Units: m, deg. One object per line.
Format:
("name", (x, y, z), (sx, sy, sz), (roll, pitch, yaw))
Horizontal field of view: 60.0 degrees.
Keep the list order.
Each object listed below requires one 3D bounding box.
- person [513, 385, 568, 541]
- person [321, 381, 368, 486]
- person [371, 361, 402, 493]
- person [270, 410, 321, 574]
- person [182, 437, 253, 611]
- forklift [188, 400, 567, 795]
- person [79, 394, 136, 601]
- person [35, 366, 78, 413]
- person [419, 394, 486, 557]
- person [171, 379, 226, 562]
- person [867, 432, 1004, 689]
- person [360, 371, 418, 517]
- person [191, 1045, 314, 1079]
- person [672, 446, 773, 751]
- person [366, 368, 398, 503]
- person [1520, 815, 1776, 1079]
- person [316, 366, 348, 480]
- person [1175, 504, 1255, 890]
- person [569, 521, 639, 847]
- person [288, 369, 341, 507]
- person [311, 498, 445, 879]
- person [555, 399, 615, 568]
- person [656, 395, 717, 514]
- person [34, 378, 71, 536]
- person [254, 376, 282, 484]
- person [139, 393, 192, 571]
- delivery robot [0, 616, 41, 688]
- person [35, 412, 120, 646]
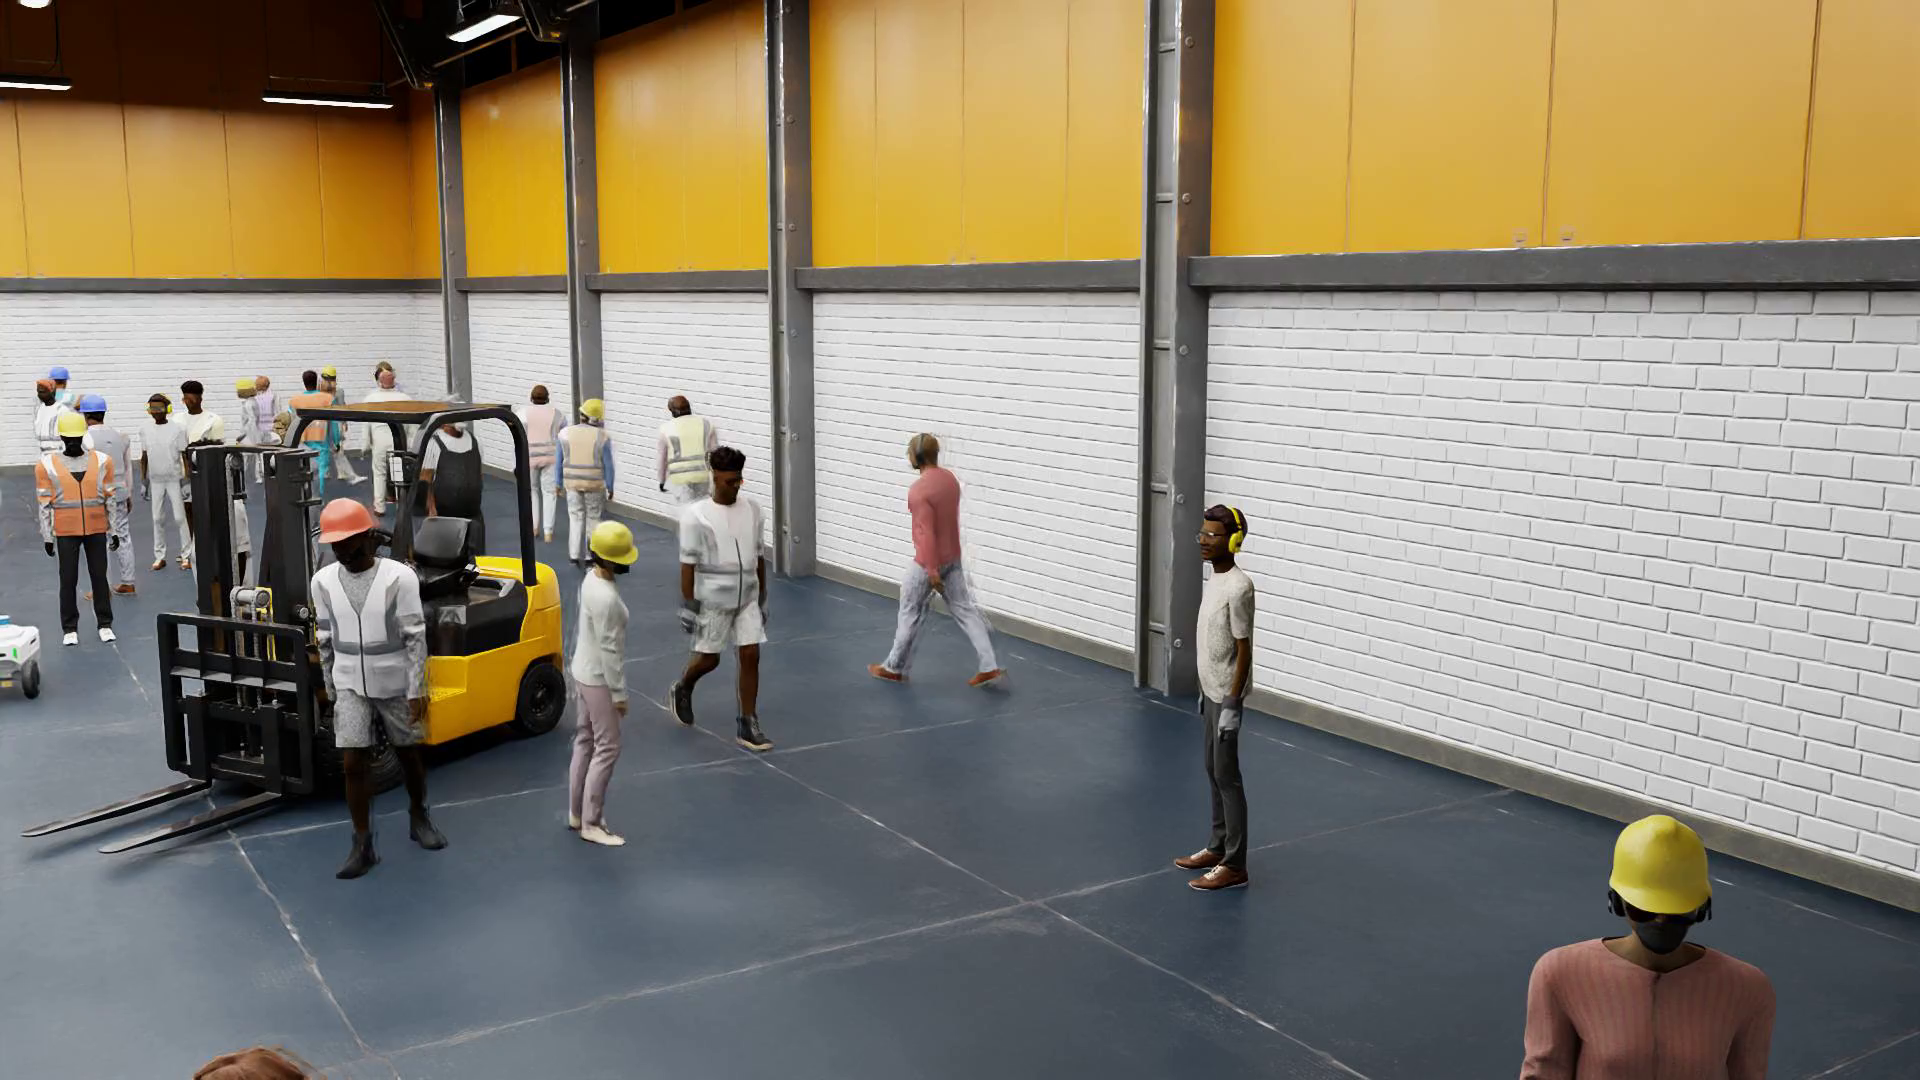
("person", (-4.900, -0.913, 19.506), (0.650, 1.814, 0.768), (-2, 9, -12))
("person", (-9.298, -1.552, 24.584), (0.903, 1.583, 0.520), (-2, 9, -15))
("person", (-8.241, -1.628, 24.055), (0.730, 1.896, 0.658), (-2, 9, -14))
("person", (-5.384, -0.082, 13.501), (0.372, 1.940, 0.627), (-7, 11, -39))
("person", (-4.767, 0.314, 10.743), (0.366, 1.962, 0.614), (-6, 10, -36))
("forklift", (-3.529, 0.258, 10.348), (1.214, 2.155, 2.313), (4, 9, 25))
("person", (-8.042, -0.397, 15.593), (0.404, 1.945, 0.615), (4, 9, 24))
("person", (-11.787, -1.323, 21.906), (0.614, 1.914, 0.798), (0, 8, 2))
("person", (-4.572, -0.355, 14.994), (0.693, 2.000, 1.010), (-8, 12, -43))
("person", (-8.165, -0.737, 17.815), (0.606, 1.967, 0.367), (1, 8, 5))
("person", (-0.163, 0.162, 12.097), (1.078, 1.891, 0.624), (5, 10, 32))
("person", (-7.335, -1.213, 21.412), (0.730, 1.878, 0.794), (-3, 9, -17))
("person", (-1.072, 1.648, 2.910), (0.479, 1.619, 0.556), (-2, 9, -10))
("person", (-1.527, 0.348, 10.638), (0.627, 1.933, 0.839), (-6, 10, -36))
("person", (-7.920, -1.434, 22.874), (0.513, 1.863, 0.329), (4, 9, 24))
("person", (1.507, 1.460, 3.686), (0.533, 1.767, 0.326), (2, 9, 10))
("person", (-9.701, -1.805, 25.685), (0.523, 1.769, 0.319), (1, 9, 9))
("person", (1.253, 0.754, 8.074), (0.317, 1.876, 0.531), (-1, 8, -5))
("person", (-1.904, 0.728, 8.778), (0.369, 1.718, 0.707), (-3, 9, -21))
("person", (-8.549, -1.313, 22.002), (0.587, 1.887, 0.917), (-1, 8, -6))
("person", (-2.931, 0.707, 8.385), (0.563, 1.900, 0.705), (0, 8, -1))
("person", (-3.919, -0.583, 17.407), (0.626, 1.790, 0.478), (0, 8, -2))
("person", (-2.924, -0.642, 17.732), (0.664, 1.809, 0.578), (-5, 10, -30))
("person", (-10.769, -0.980, 19.776), (0.579, 1.879, 0.352), (5, 10, 31))
("person", (-10.514, -1.663, 25.161), (0.525, 1.639, 0.307), (-3, 9, -21))
("person", (-8.249, -0.600, 17.280), (0.504, 1.859, 0.342), (-1, 8, -4))
("delivery robot", (-6.871, 0.790, 11.950), (0.477, 0.478, 0.707), (-3, 9, -17))
("person", (-7.219, -0.091, 13.649), (0.581, 1.919, 0.393), (-7, 11, -38))
